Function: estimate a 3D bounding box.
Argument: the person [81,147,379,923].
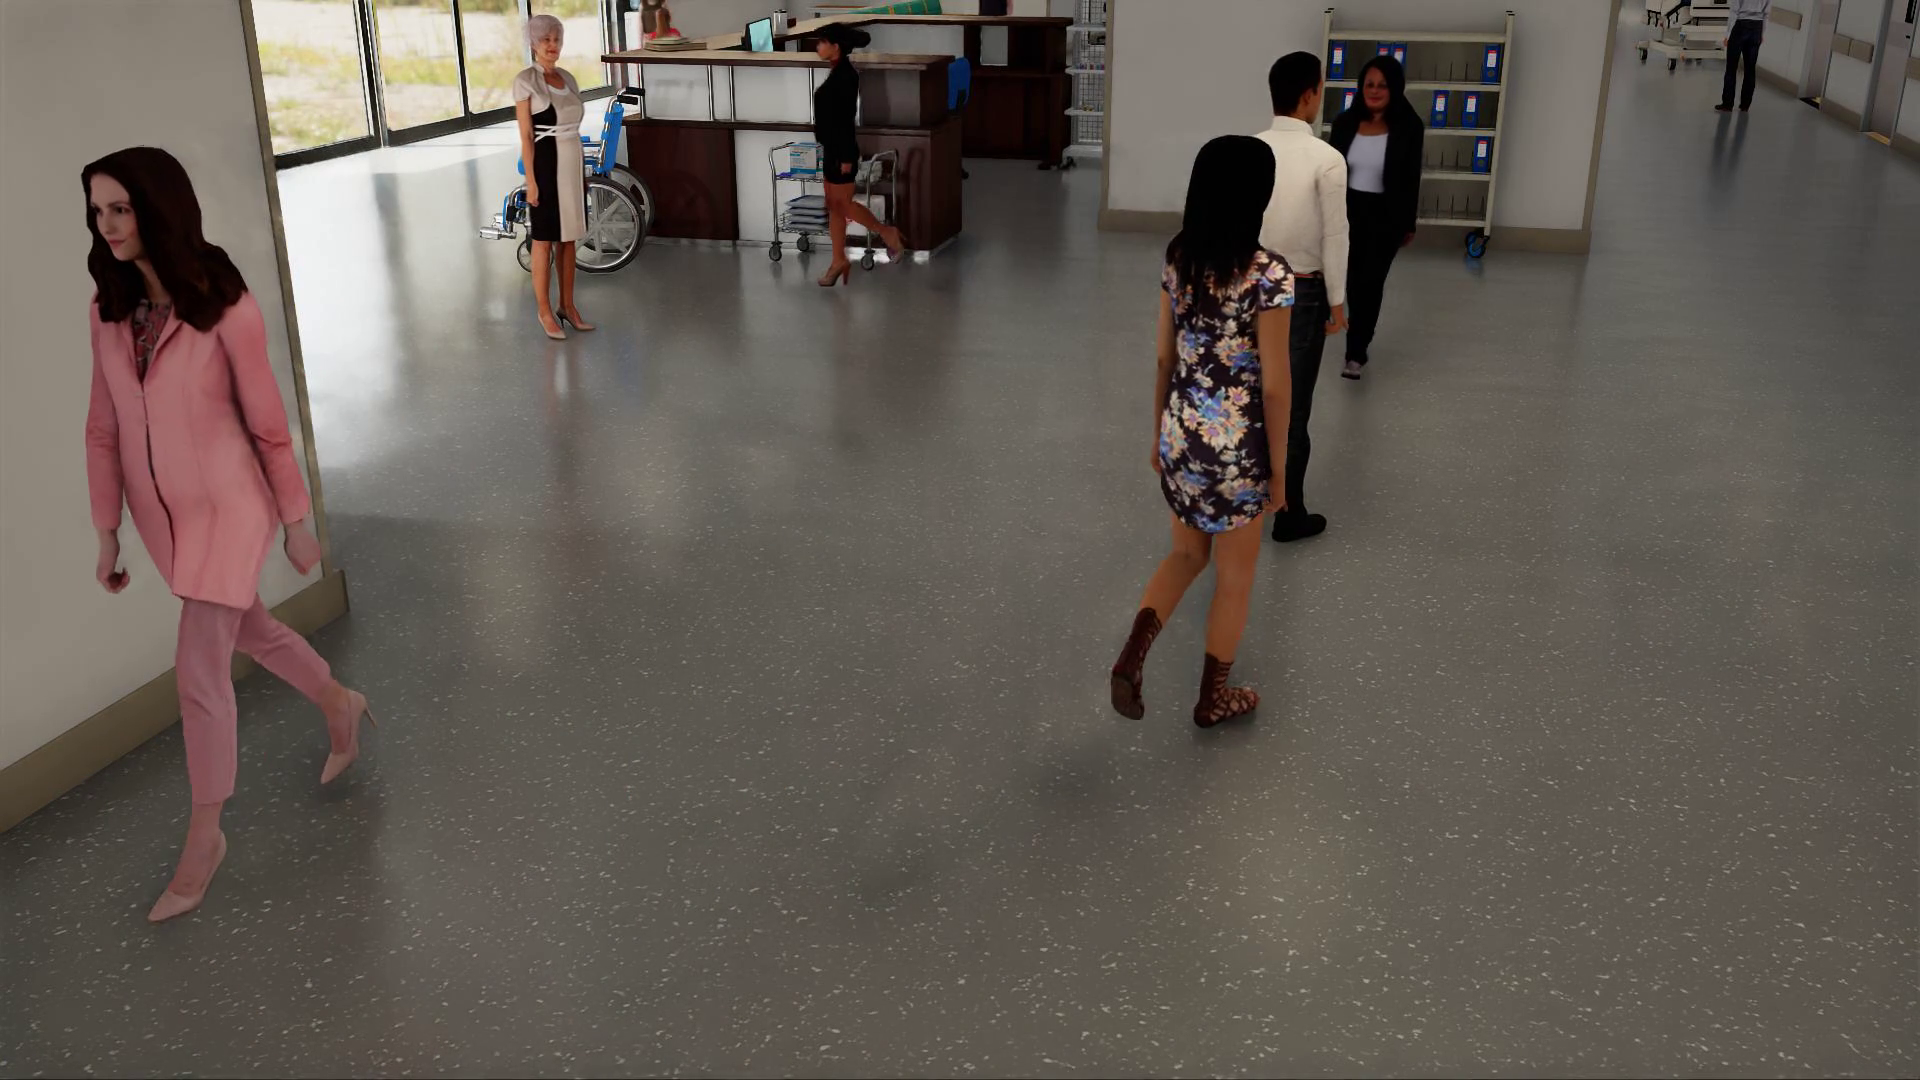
[{"bbox_3d":[-1.784,-0.049,4.086,1.103,1.752,0.704,6,22,15],"label":"person"}]

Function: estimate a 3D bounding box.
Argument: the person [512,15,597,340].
[{"bbox_3d":[-2.267,-2.018,9.284,0.614,1.753,0.691,11,23,27],"label":"person"}]

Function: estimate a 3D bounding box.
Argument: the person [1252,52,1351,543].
[{"bbox_3d":[1.191,-0.888,6.223,0.632,1.808,0.795,15,25,34],"label":"person"}]

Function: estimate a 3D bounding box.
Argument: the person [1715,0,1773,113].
[{"bbox_3d":[9.399,-6.073,19.894,0.611,1.820,0.772,-1,21,-2],"label":"person"}]

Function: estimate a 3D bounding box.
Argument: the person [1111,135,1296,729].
[{"bbox_3d":[0.654,-0.225,4.595,0.898,1.720,0.897,19,28,41],"label":"person"}]

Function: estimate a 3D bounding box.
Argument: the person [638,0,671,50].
[{"bbox_3d":[-3.567,-5.854,19.710,0.869,1.541,0.631,4,21,12],"label":"person"}]

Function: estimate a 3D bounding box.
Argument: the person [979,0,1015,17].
[{"bbox_3d":[0.392,-6.586,21.251,1.183,1.818,0.960,11,23,26],"label":"person"}]

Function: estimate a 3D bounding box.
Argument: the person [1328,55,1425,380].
[{"bbox_3d":[2.114,-1.649,8.564,1.099,1.573,0.830,9,22,22],"label":"person"}]

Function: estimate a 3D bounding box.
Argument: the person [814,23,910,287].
[{"bbox_3d":[-0.663,-2.383,10.426,0.910,1.625,0.785,-5,21,-12],"label":"person"}]

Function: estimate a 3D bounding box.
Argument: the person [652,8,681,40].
[{"bbox_3d":[-3.203,-5.188,18.333,0.740,1.271,0.620,2,21,6],"label":"person"}]
